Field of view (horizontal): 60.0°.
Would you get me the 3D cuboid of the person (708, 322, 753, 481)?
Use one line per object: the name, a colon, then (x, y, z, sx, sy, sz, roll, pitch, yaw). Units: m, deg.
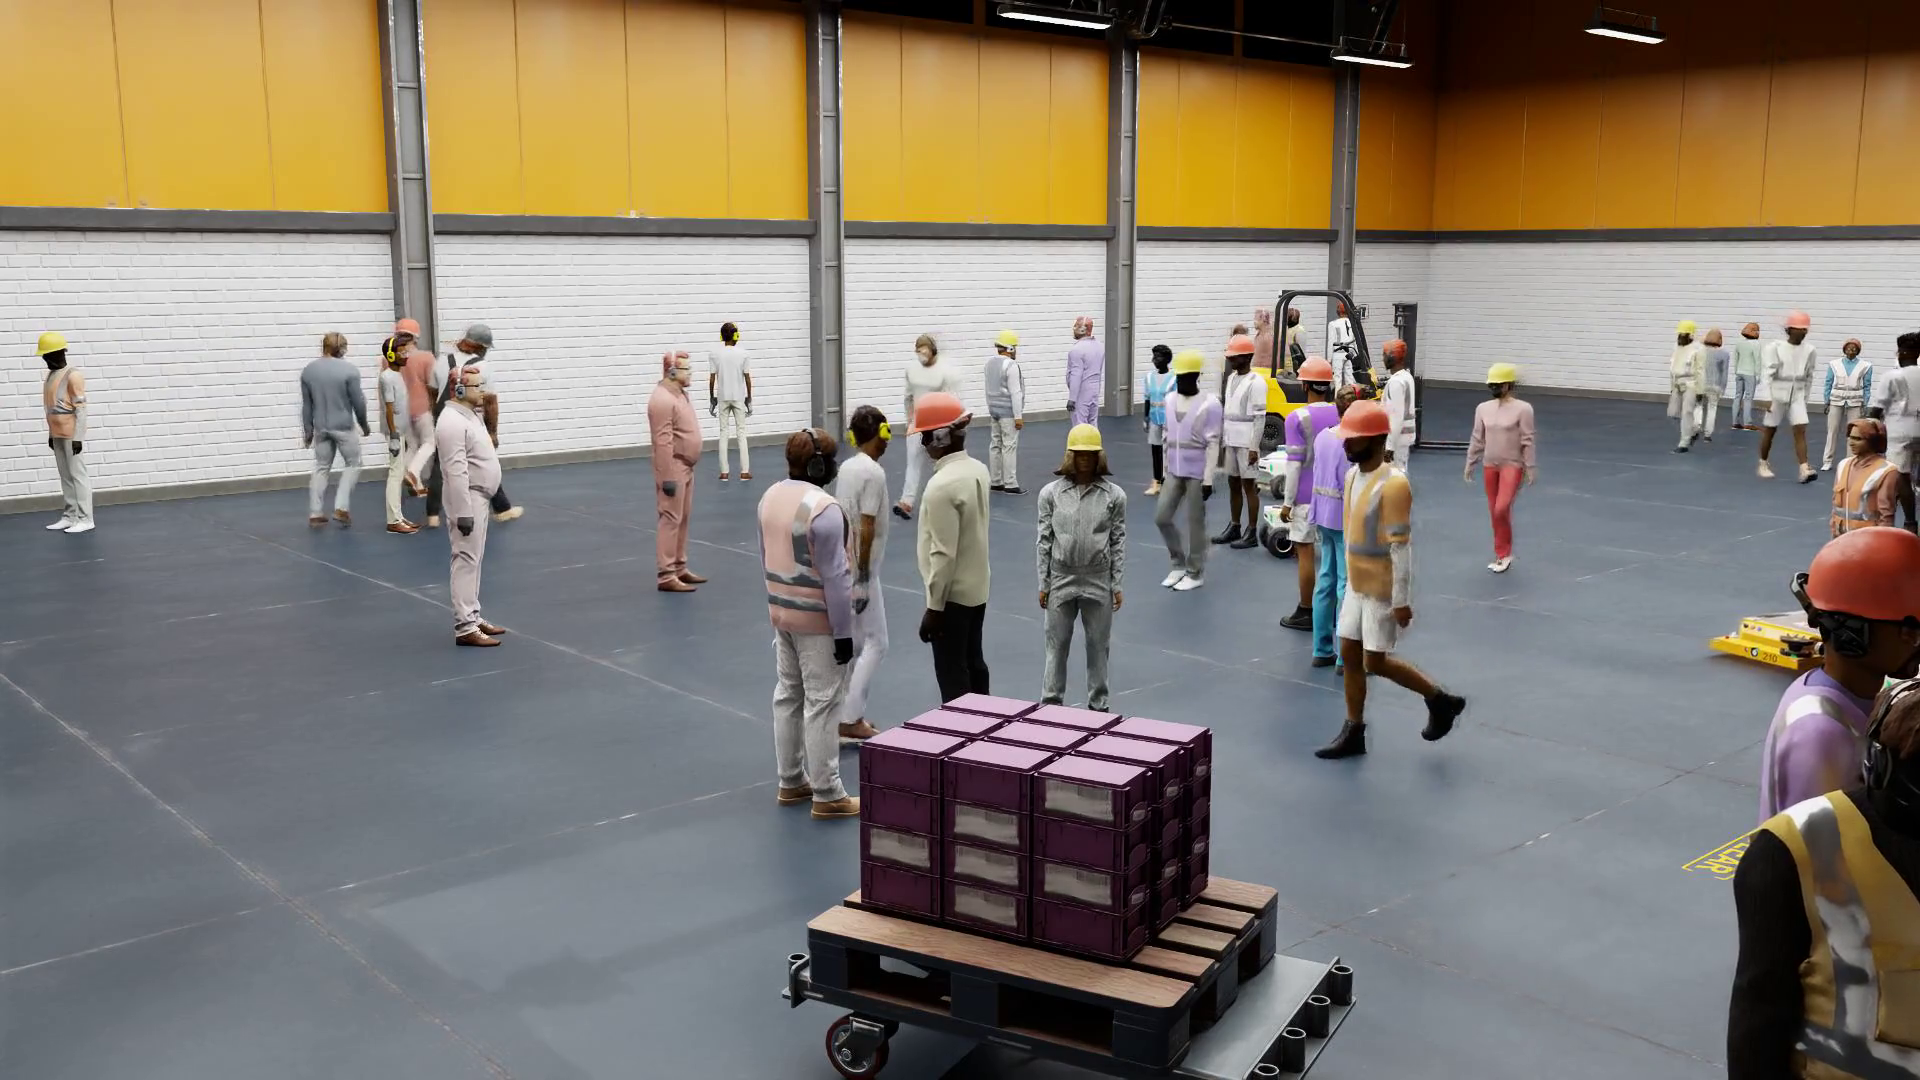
person: (-2.699, -1.622, 19.556, 0.517, 1.864, 0.334, 0, 10, -2)

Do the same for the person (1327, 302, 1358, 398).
person: (6.381, -3.036, 27.782, 0.574, 1.883, 0.356, -3, 10, -17)

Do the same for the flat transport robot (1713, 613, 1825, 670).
flat transport robot: (5.772, 0.632, 11.015, 1.431, 0.197, 0.652, -4, 11, -24)

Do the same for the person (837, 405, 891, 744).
person: (-0.536, 0.181, 9.097, 0.457, 1.830, 0.569, -5, 11, -26)

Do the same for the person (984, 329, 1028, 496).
person: (0.516, -1.408, 18.387, 0.403, 1.835, 0.589, -6, 11, -32)

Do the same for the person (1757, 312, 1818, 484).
person: (9.676, -1.658, 19.402, 0.631, 1.982, 1.061, 0, 10, 3)

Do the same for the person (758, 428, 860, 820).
person: (-0.689, 0.389, 7.847, 0.429, 1.844, 0.626, -8, 12, -38)

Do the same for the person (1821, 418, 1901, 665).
person: (5.696, 0.042, 10.503, 0.319, 1.628, 0.512, -2, 10, -11)

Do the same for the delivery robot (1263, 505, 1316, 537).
delivery robot: (3.053, -0.183, 14.681, 0.707, 0.478, 0.477, 0, 10, 1)

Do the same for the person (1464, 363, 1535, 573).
person: (4.485, -0.599, 13.874, 0.560, 1.743, 0.553, -8, 13, -39)

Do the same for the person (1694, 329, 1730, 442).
person: (10.601, -2.183, 23.559, 0.516, 1.613, 0.415, 5, 11, 29)

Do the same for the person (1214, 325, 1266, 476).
person: (3.400, -1.697, 20.159, 0.943, 1.796, 0.540, -9, 13, -44)

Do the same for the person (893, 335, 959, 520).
person: (-0.325, -1.138, 16.747, 0.679, 1.854, 1.055, 5, 11, 26)

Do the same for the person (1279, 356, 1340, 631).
person: (2.489, -0.324, 11.735, 0.545, 1.939, 0.373, -5, 11, -25)

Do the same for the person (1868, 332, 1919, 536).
person: (8.798, -0.985, 15.653, 0.616, 1.919, 0.938, -2, 10, -14)

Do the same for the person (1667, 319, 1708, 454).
person: (9.699, -2.042, 22.163, 0.515, 1.814, 0.616, -3, 10, -17)

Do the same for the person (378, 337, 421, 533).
person: (-5.367, -1.000, 15.894, 0.312, 1.869, 0.537, -2, 10, -11)

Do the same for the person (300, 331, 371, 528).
person: (-6.085, -1.069, 16.170, 0.633, 1.909, 0.465, 3, 10, 16)

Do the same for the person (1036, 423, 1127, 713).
person: (0.653, 0.240, 8.997, 0.486, 1.746, 0.289, 0, 10, 0)

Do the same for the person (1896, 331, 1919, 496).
person: (10.611, -1.420, 18.398, 0.598, 1.868, 0.938, 8, 12, 39)

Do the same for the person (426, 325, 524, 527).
person: (-4.861, -1.157, 16.311, 0.744, 2.000, 0.906, 3, 10, 15)

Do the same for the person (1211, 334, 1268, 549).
person: (2.532, -0.890, 15.060, 0.362, 1.935, 0.548, -5, 11, -25)

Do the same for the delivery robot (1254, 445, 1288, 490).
delivery robot: (3.533, -0.798, 18.283, 0.707, 0.478, 0.477, -8, 12, -37)

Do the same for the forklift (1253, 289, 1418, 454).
forklift: (5.034, -2.339, 22.783, 2.313, 2.155, 1.214, 3, 10, 16)

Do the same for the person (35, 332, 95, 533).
person: (-8.560, -1.024, 15.895, 0.586, 1.917, 0.380, 7, 12, 37)

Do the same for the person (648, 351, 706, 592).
person: (-2.227, -0.544, 13.161, 0.400, 1.901, 0.658, 1, 10, 6)

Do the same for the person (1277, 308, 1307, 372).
person: (5.076, -2.639, 25.572, 0.429, 1.844, 0.626, -2, 10, -12)

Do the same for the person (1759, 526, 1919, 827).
person: (2.009, 0.976, 3.817, 0.373, 2.043, 0.614, 5, 11, 29)

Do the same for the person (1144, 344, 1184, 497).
person: (2.237, -1.297, 18.174, 0.538, 1.685, 0.331, 9, 14, 44)

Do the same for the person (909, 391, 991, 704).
person: (-0.050, 0.267, 8.141, 0.398, 1.985, 0.609, 4, 10, 20)

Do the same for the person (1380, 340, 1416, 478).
person: (3.977, -0.888, 15.204, 0.356, 1.881, 0.575, 4, 10, 22)

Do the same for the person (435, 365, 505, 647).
person: (-3.322, -0.237, 11.320, 0.407, 1.908, 0.641, -2, 10, -9)

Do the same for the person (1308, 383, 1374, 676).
person: (2.419, -0.066, 10.496, 0.383, 1.845, 0.570, -4, 10, -22)

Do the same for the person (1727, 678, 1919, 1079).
person: (1.834, 1.169, 3.277, 0.633, 1.842, 0.429, 0, 10, 0)

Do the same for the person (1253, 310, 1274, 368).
person: (4.249, -2.357, 23.858, 0.952, 1.859, 0.656, 0, 10, 1)

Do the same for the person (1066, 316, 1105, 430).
person: (1.487, -1.761, 20.225, 0.410, 1.912, 0.651, 7, 12, 34)

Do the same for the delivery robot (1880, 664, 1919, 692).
delivery robot: (5.242, 0.805, 8.895, 0.707, 0.478, 0.477, 1, 10, 5)

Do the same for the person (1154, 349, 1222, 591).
person: (1.764, -0.536, 13.043, 0.456, 1.909, 0.618, -9, 13, -41)

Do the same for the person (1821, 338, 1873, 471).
person: (10.846, -1.646, 20.363, 0.511, 1.637, 0.307, 5, 11, 29)

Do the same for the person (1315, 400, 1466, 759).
person: (2.247, 0.216, 8.674, 0.702, 1.916, 0.558, -3, 10, -15)

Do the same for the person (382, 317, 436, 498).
person: (-5.925, -1.407, 17.949, 0.628, 1.981, 0.650, 2, 10, 9)

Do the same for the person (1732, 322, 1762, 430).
person: (11.968, -2.484, 25.271, 0.280, 1.633, 0.498, -3, 10, -17)
